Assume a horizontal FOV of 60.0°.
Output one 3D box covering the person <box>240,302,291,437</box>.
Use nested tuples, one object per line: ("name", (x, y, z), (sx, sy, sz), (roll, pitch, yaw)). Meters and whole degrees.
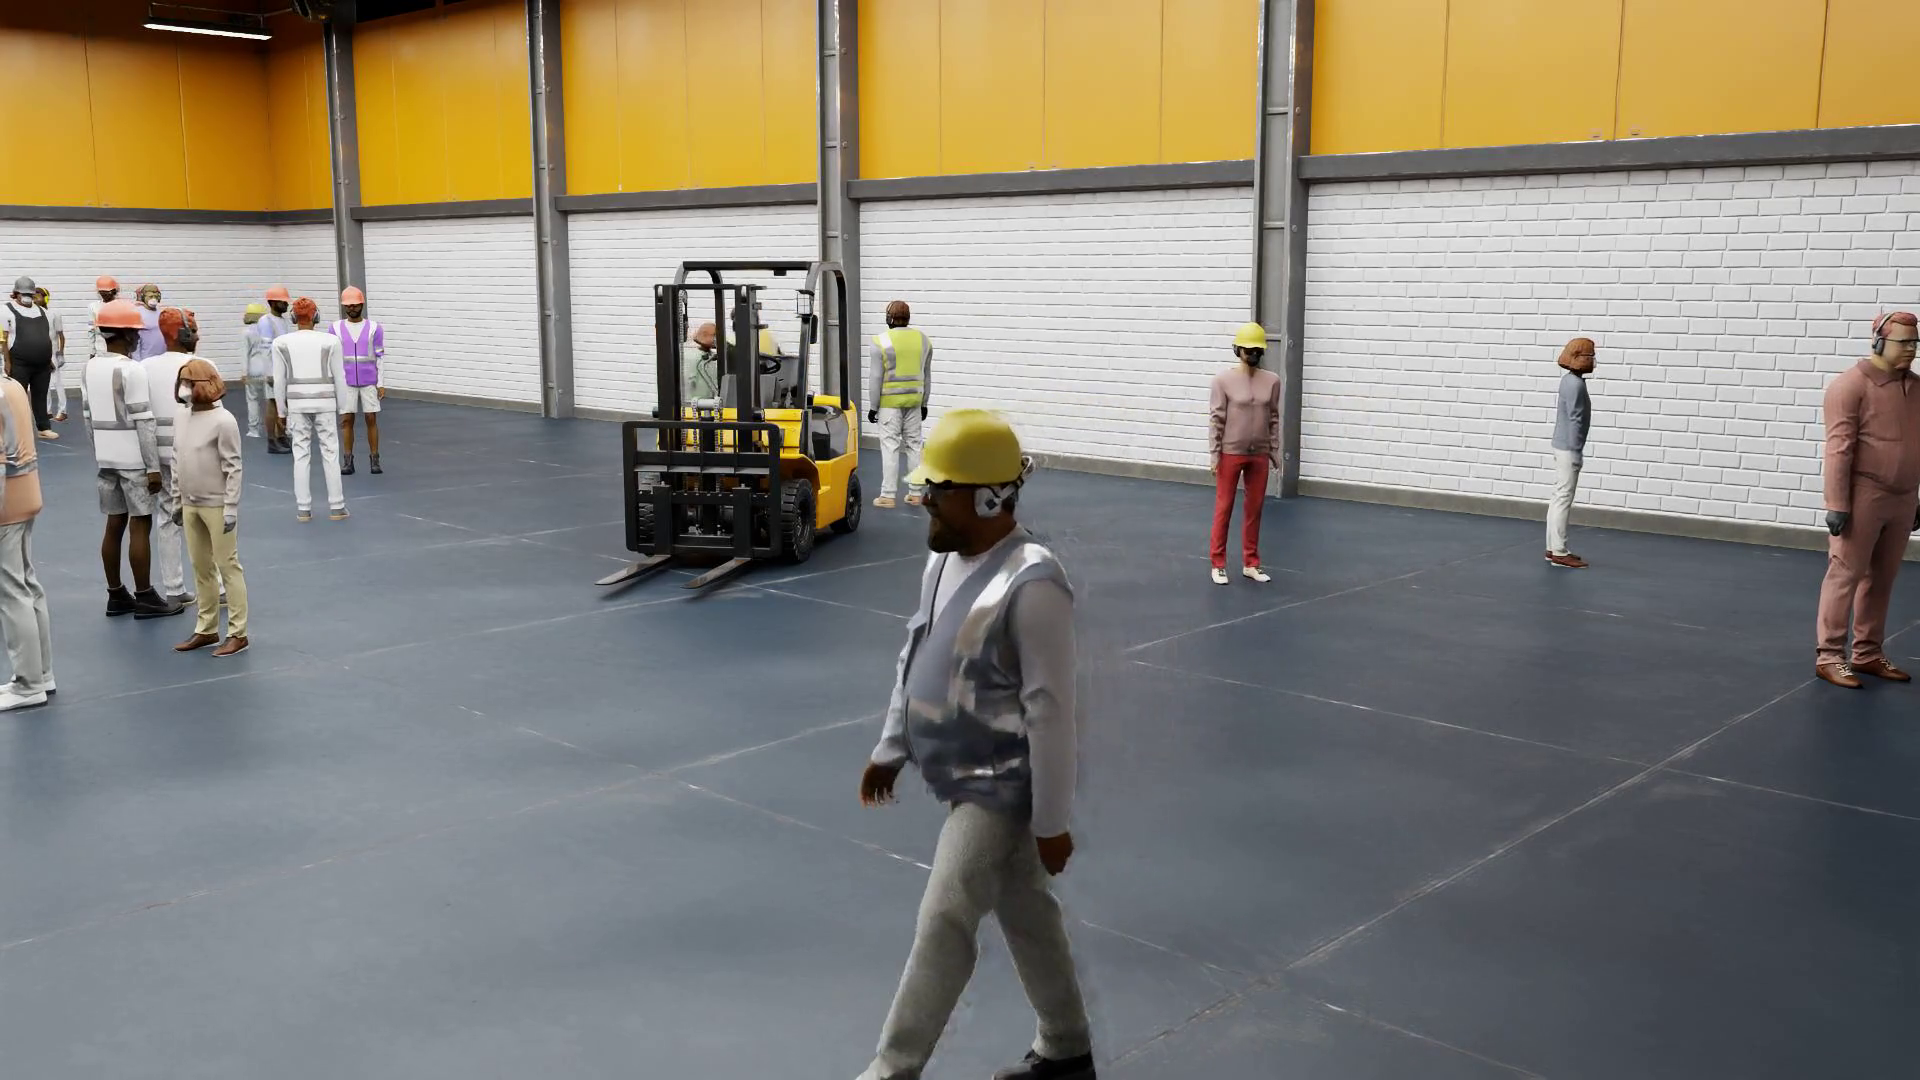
("person", (-8.749, -2.134, 20.911), (0.705, 1.710, 0.517), (7, 12, 37))

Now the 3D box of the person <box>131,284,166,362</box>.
("person", (-9.866, -2.154, 20.340), (0.377, 1.936, 0.628), (3, 10, 18))

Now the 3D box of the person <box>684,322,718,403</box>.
("person", (-2.483, -1.279, 15.961), (0.410, 1.612, 0.513), (3, 10, 17))

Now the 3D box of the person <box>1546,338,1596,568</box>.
("person", (4.383, -0.629, 11.911), (0.286, 1.633, 0.500), (2, 10, 14))

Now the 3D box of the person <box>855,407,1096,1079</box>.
("person", (-0.023, 0.575, 4.049), (0.918, 1.788, 0.610), (-3, 10, -18))

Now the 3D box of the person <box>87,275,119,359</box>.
("person", (-11.606, -2.597, 22.753), (0.605, 2.036, 0.389), (-1, 9, -7))

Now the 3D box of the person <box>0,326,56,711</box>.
("person", (-4.643, -0.138, 8.006), (0.384, 1.925, 0.593), (-3, 10, -16))

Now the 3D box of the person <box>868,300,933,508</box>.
("person", (-0.550, -1.208, 14.829), (0.632, 1.843, 0.429), (-6, 11, -32))

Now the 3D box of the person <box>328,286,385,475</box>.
("person", (-6.218, -1.639, 17.177), (0.545, 1.938, 0.362), (-3, 10, -17))

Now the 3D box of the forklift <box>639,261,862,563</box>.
("forklift", (-1.552, -1.040, 12.721), (1.214, 2.155, 2.313), (2, 9, 11))

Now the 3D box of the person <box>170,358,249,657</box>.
("person", (-4.145, -0.179, 9.146), (0.500, 1.636, 0.284), (5, 10, 27))

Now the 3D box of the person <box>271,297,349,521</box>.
("person", (-5.450, -1.089, 13.996), (0.572, 1.875, 0.355), (-2, 9, -13))

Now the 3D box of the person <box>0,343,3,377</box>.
("person", (-10.759, -1.689, 18.296), (0.508, 1.658, 0.548), (2, 9, 10))

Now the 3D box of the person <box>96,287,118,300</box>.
("person", (-13.706, -3.247, 27.051), (0.616, 1.948, 1.015), (8, 12, 40))

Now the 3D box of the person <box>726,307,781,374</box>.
("person", (-1.947, -1.253, 15.280), (0.927, 1.797, 0.636), (6, 11, 34))

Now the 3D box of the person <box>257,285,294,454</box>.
("person", (-7.812, -1.958, 19.144), (0.378, 1.933, 0.551), (1, 9, 7))

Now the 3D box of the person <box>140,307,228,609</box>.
("person", (-4.807, -0.494, 10.324), (0.574, 1.884, 0.361), (2, 9, 9))

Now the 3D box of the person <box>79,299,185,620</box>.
("person", (-5.039, -0.483, 10.097), (0.550, 1.935, 0.364), (5, 10, 27))

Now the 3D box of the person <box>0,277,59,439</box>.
("person", (-11.503, -2.247, 20.591), (0.535, 2.000, 0.673), (5, 10, 27))

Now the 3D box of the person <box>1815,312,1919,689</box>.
("person", (4.678, -0.201, 8.464), (0.651, 1.904, 0.403), (-4, 10, -24))

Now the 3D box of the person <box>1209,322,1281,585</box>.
("person", (1.924, -0.576, 11.192), (0.533, 1.765, 0.330), (-3, 10, -18))

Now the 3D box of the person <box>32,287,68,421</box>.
("person", (-12.719, -2.582, 23.168), (0.533, 1.868, 0.309), (2, 9, 12))

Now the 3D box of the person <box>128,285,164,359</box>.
("person", (-10.855, -2.451, 22.252), (0.652, 1.906, 0.402), (-5, 11, -28))
